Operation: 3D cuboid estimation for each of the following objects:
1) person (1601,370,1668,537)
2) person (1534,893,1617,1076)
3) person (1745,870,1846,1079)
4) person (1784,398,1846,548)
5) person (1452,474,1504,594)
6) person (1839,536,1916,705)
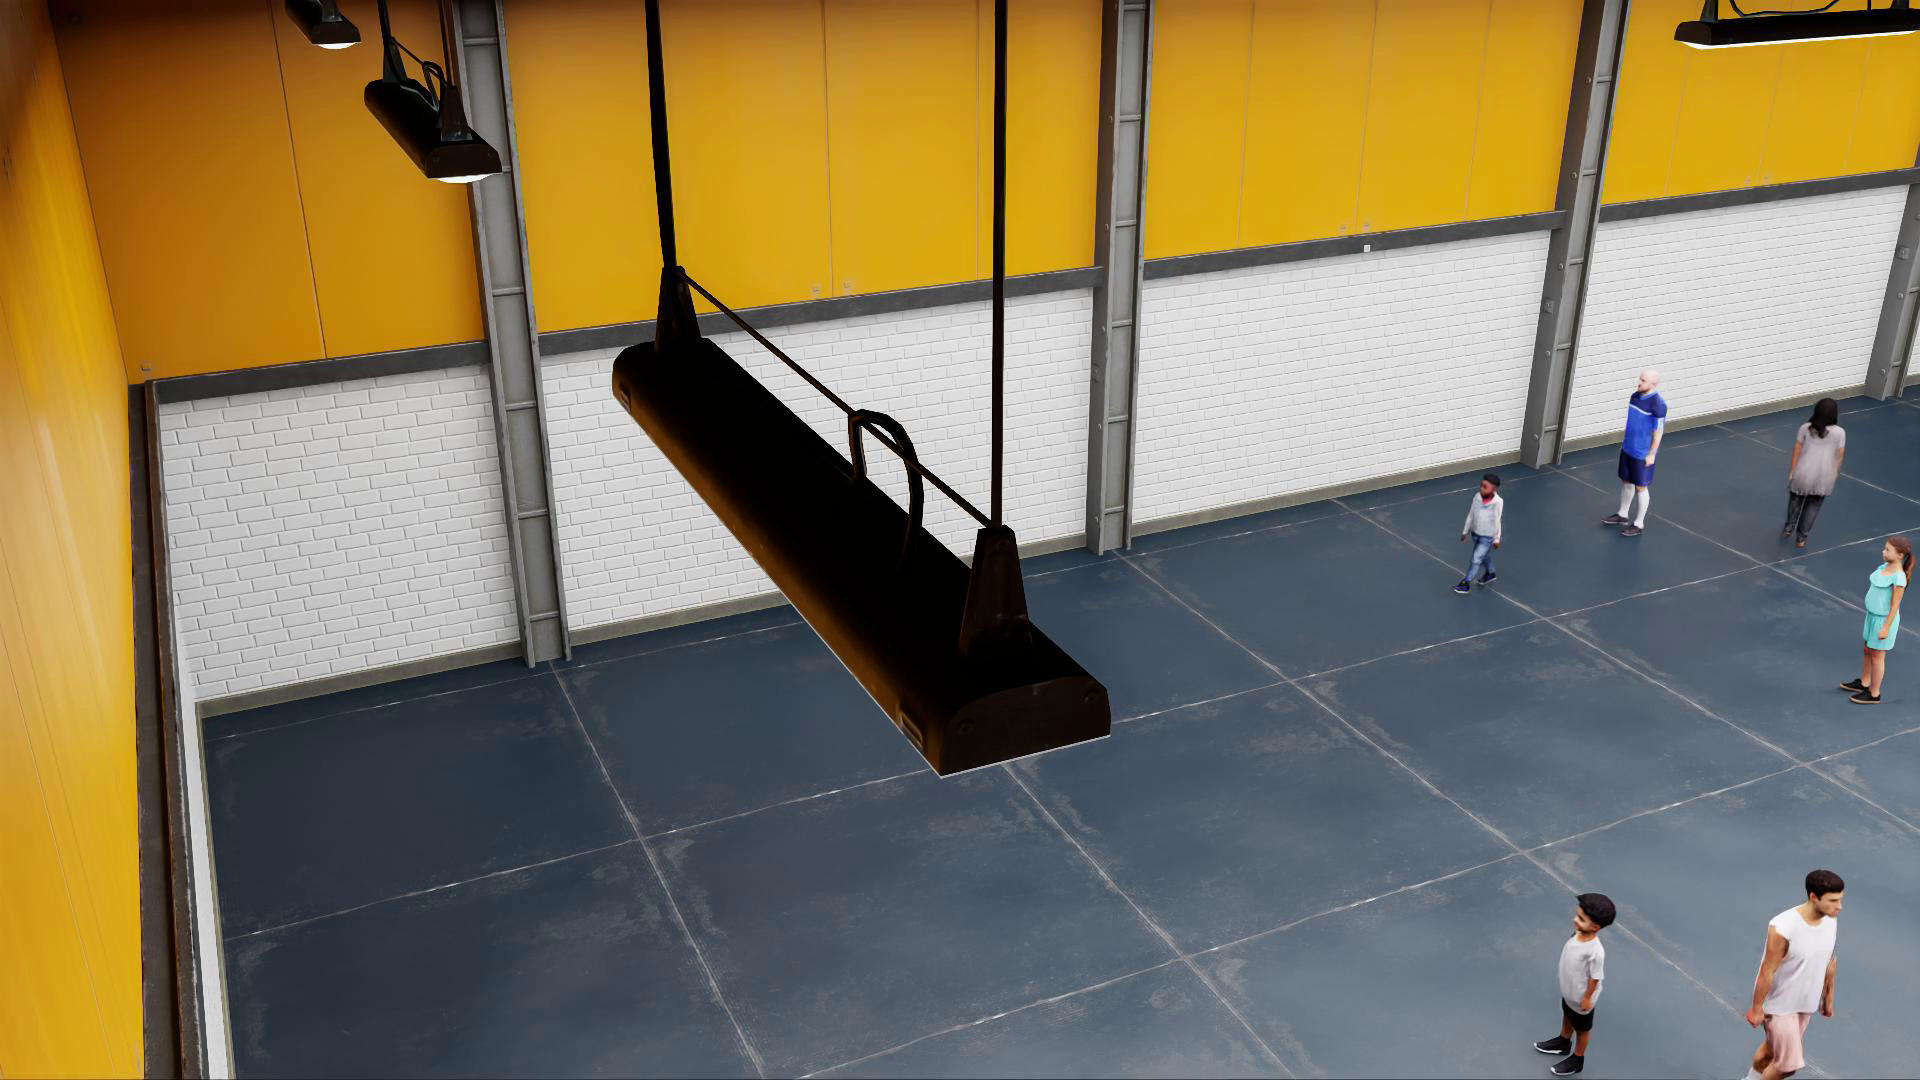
[{"bbox_3d":[7.315,-0.964,17.901,0.615,1.840,0.706,-6,24,-13],"label":"person"},{"bbox_3d":[3.821,2.709,10.222,0.572,1.261,0.547,-2,24,-5],"label":"person"},{"bbox_3d":[4.791,2.634,9.758,0.582,1.770,0.715,-11,26,-24],"label":"person"},{"bbox_3d":[9.024,-0.696,17.603,0.794,1.589,0.865,15,28,31],"label":"person"},{"bbox_3d":[5.290,-0.079,16.645,0.879,1.226,0.524,-12,26,-26],"label":"person"},{"bbox_3d":[8.025,0.686,14.481,0.671,1.558,0.636,4,24,8],"label":"person"}]
